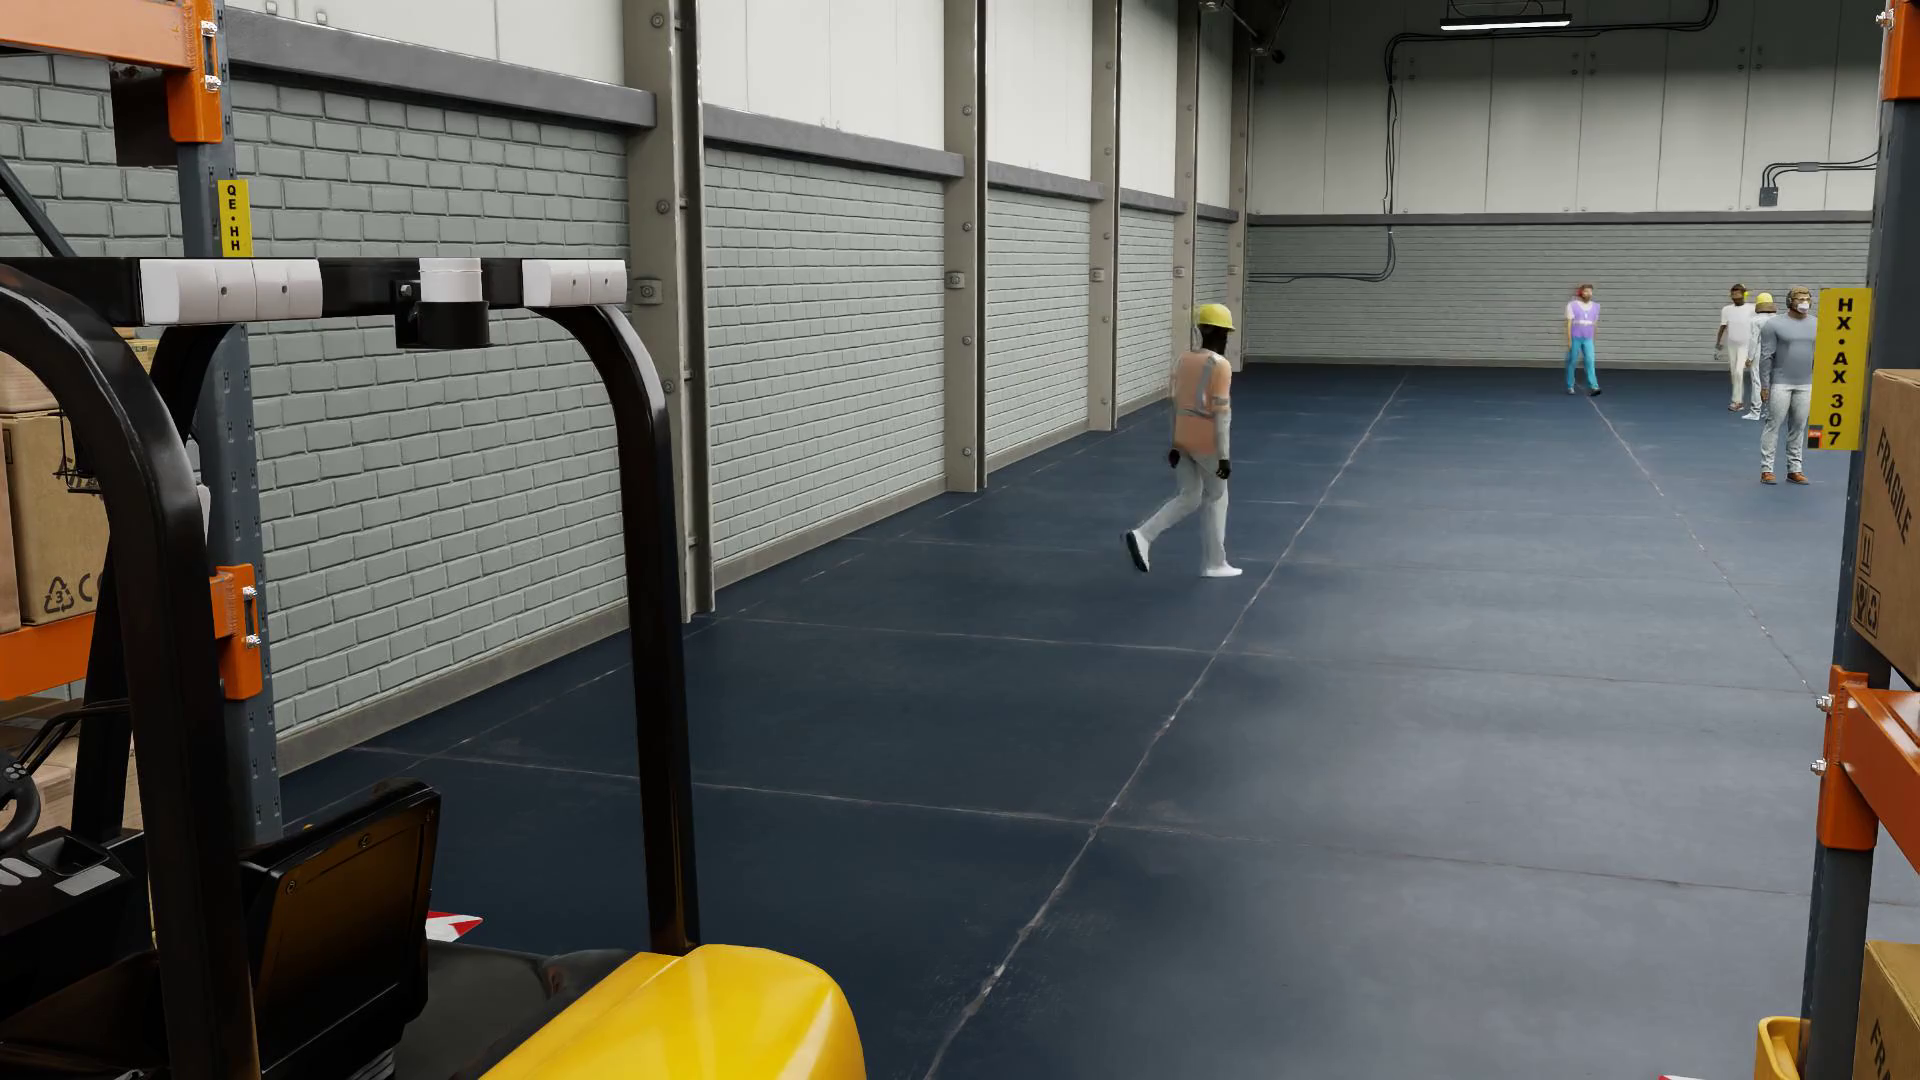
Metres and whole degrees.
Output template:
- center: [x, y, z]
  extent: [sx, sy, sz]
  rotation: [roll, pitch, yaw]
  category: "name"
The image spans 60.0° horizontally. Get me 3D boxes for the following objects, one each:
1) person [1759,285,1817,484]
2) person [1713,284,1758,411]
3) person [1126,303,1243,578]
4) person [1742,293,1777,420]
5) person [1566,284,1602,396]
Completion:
- center: [8.096, -1.503, 16.196]
  extent: [0.630, 1.940, 0.372]
  rotation: [0, 10, 1]
  category: "person"
- center: [11.208, -2.775, 24.063]
  extent: [0.820, 1.831, 0.572]
  rotation: [-9, 13, -44]
  category: "person"
- center: [1.572, -0.662, 11.333]
  extent: [0.736, 1.895, 0.626]
  rotation: [-4, 10, -24]
  category: "person"
- center: [11.009, -2.516, 22.833]
  extent: [0.484, 1.735, 0.311]
  rotation: [-2, 10, -14]
  category: "person"
- center: [10.036, -3.206, 26.748]
  extent: [0.575, 1.801, 0.950]
  rotation: [0, 10, -2]
  category: "person"
